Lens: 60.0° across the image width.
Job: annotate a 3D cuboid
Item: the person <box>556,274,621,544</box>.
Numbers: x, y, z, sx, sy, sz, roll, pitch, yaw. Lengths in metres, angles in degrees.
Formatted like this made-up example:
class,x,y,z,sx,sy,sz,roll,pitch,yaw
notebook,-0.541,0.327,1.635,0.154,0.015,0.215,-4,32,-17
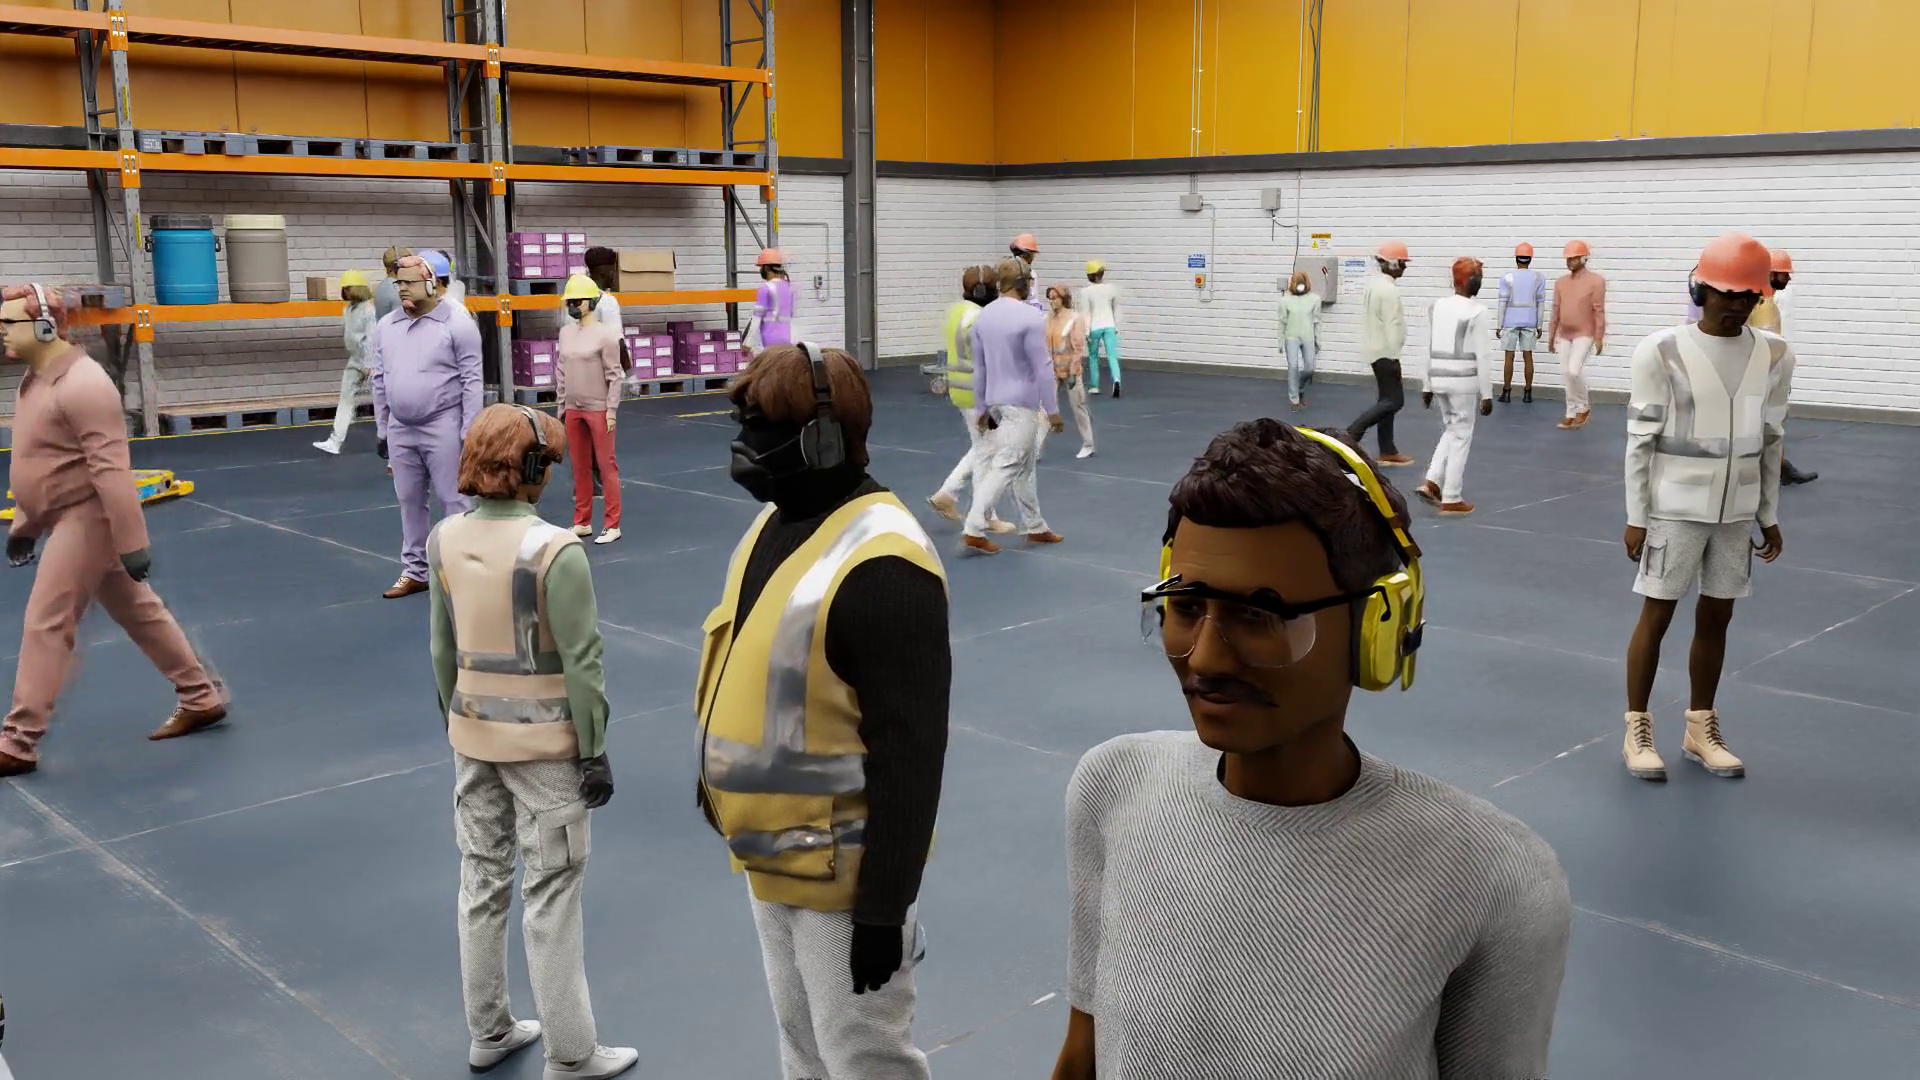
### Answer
class,x,y,z,sx,sy,sz,roll,pitch,yaw
person,-2.456,-0.856,10.963,0.525,1.769,0.315,6,12,30

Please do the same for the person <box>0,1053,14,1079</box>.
class,x,y,z,sx,sy,sz,roll,pitch,yaw
person,-1.466,0.695,2.122,0.442,1.905,0.661,0,10,2

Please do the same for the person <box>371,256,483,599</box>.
class,x,y,z,sx,sy,sz,roll,pitch,yaw
person,-2.969,-0.608,9.226,0.653,1.906,0.408,3,11,14

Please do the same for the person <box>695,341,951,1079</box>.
class,x,y,z,sx,sy,sz,roll,pitch,yaw
person,-0.253,0.568,2.993,0.430,1.843,0.625,-5,11,-25

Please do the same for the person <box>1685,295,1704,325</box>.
class,x,y,z,sx,sy,sz,roll,pitch,yaw
person,6.639,-1.579,14.532,0.600,1.906,0.771,3,11,18

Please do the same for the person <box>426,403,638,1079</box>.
class,x,y,z,sx,sy,sz,roll,pitch,yaw
person,-1.035,0.495,3.940,0.514,1.640,0.310,6,12,30

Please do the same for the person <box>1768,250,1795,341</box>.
class,x,y,z,sx,sy,sz,roll,pitch,yaw
person,7.773,-1.855,16.101,0.402,1.871,0.601,-5,11,-25

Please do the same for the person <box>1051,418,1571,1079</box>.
class,x,y,z,sx,sy,sz,roll,pitch,yaw
person,0.272,0.816,1.560,0.512,1.873,0.329,7,12,33

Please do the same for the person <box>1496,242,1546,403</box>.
class,x,y,z,sx,sy,sz,roll,pitch,yaw
person,6.775,-2.626,20.142,0.552,1.935,0.360,1,10,8

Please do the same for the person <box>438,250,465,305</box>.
class,x,y,z,sx,sy,sz,roll,pitch,yaw
person,-5.581,-2.194,18.019,0.510,1.860,0.318,-6,12,-30

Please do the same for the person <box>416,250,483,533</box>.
class,x,y,z,sx,sy,sz,roll,pitch,yaw
person,-3.422,-0.996,11.307,0.602,1.930,0.614,-9,14,-40

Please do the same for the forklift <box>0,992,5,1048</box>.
class,x,y,z,sx,sy,sz,roll,pitch,yaw
forklift,-3.245,0.323,3.363,2.313,2.155,1.214,2,11,13

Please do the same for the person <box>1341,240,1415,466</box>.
class,x,y,z,sx,sy,sz,roll,pitch,yaw
person,3.664,-1.611,14.487,0.617,1.980,0.635,1,10,5

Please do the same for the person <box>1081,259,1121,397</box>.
class,x,y,z,sx,sy,sz,roll,pitch,yaw
person,1.787,-2.664,20.927,0.541,1.723,0.843,-2,11,-12

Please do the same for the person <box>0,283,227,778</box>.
class,x,y,z,sx,sy,sz,roll,pitch,yaw
person,-3.372,-0.055,6.390,1.024,1.853,0.625,-8,13,-37

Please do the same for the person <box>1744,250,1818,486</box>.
class,x,y,z,sx,sy,sz,roll,pitch,yaw
person,6.489,-1.351,13.315,0.670,1.924,0.558,5,12,27

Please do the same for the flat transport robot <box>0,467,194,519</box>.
class,x,y,z,sx,sy,sz,roll,pitch,yaw
flat transport robot,-6.358,-0.351,12.287,0.652,0.197,1.431,1,10,5

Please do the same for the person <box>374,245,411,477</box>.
class,x,y,z,sx,sy,sz,roll,pitch,yaw
person,-4.633,-1.462,13.793,0.371,1.941,0.627,-7,12,-33

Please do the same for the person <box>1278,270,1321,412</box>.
class,x,y,z,sx,sy,sz,roll,pitch,yaw
person,3.897,-2.283,19.108,0.508,1.622,0.388,0,10,1

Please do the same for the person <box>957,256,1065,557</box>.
class,x,y,z,sx,sy,sz,roll,pitch,yaw
person,0.317,-0.841,10.576,0.929,1.913,0.642,-6,12,-31

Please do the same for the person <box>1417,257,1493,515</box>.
class,x,y,z,sx,sy,sz,roll,pitch,yaw
person,3.610,-1.098,12.002,0.417,1.866,0.599,-5,12,-26

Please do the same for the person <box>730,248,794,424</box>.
class,x,y,z,sx,sy,sz,roll,pitch,yaw
person,-1.980,-2.075,17.288,0.996,1.884,0.547,4,11,20

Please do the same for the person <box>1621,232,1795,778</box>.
class,x,y,z,sx,sy,sz,roll,pitch,yaw
person,2.772,-0.108,6.161,0.610,2.030,0.408,-1,10,-4

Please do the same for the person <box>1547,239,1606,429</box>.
class,x,y,z,sx,sy,sz,roll,pitch,yaw
person,6.403,-2.136,17.350,0.461,1.974,0.650,-6,12,-30

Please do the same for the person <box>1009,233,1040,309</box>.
class,x,y,z,sx,sy,sz,roll,pitch,yaw
person,0.686,-2.288,18.018,0.374,2.043,0.608,-7,12,-32

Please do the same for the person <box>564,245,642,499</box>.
class,x,y,z,sx,sy,sz,roll,pitch,yaw
person,-2.755,-1.285,12.827,0.635,1.940,0.639,-8,13,-36

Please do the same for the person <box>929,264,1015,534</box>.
class,x,y,z,sx,sy,sz,roll,pitch,yaw
person,0.116,-0.938,11.248,0.465,1.826,0.656,-2,11,-13

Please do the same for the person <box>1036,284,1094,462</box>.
class,x,y,z,sx,sy,sz,roll,pitch,yaw
person,0.906,-1.494,14.920,0.532,1.588,0.903,9,14,41

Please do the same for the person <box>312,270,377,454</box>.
class,x,y,z,sx,sy,sz,roll,pitch,yaw
person,-5.565,-1.633,15.366,0.508,1.689,0.889,7,13,34
